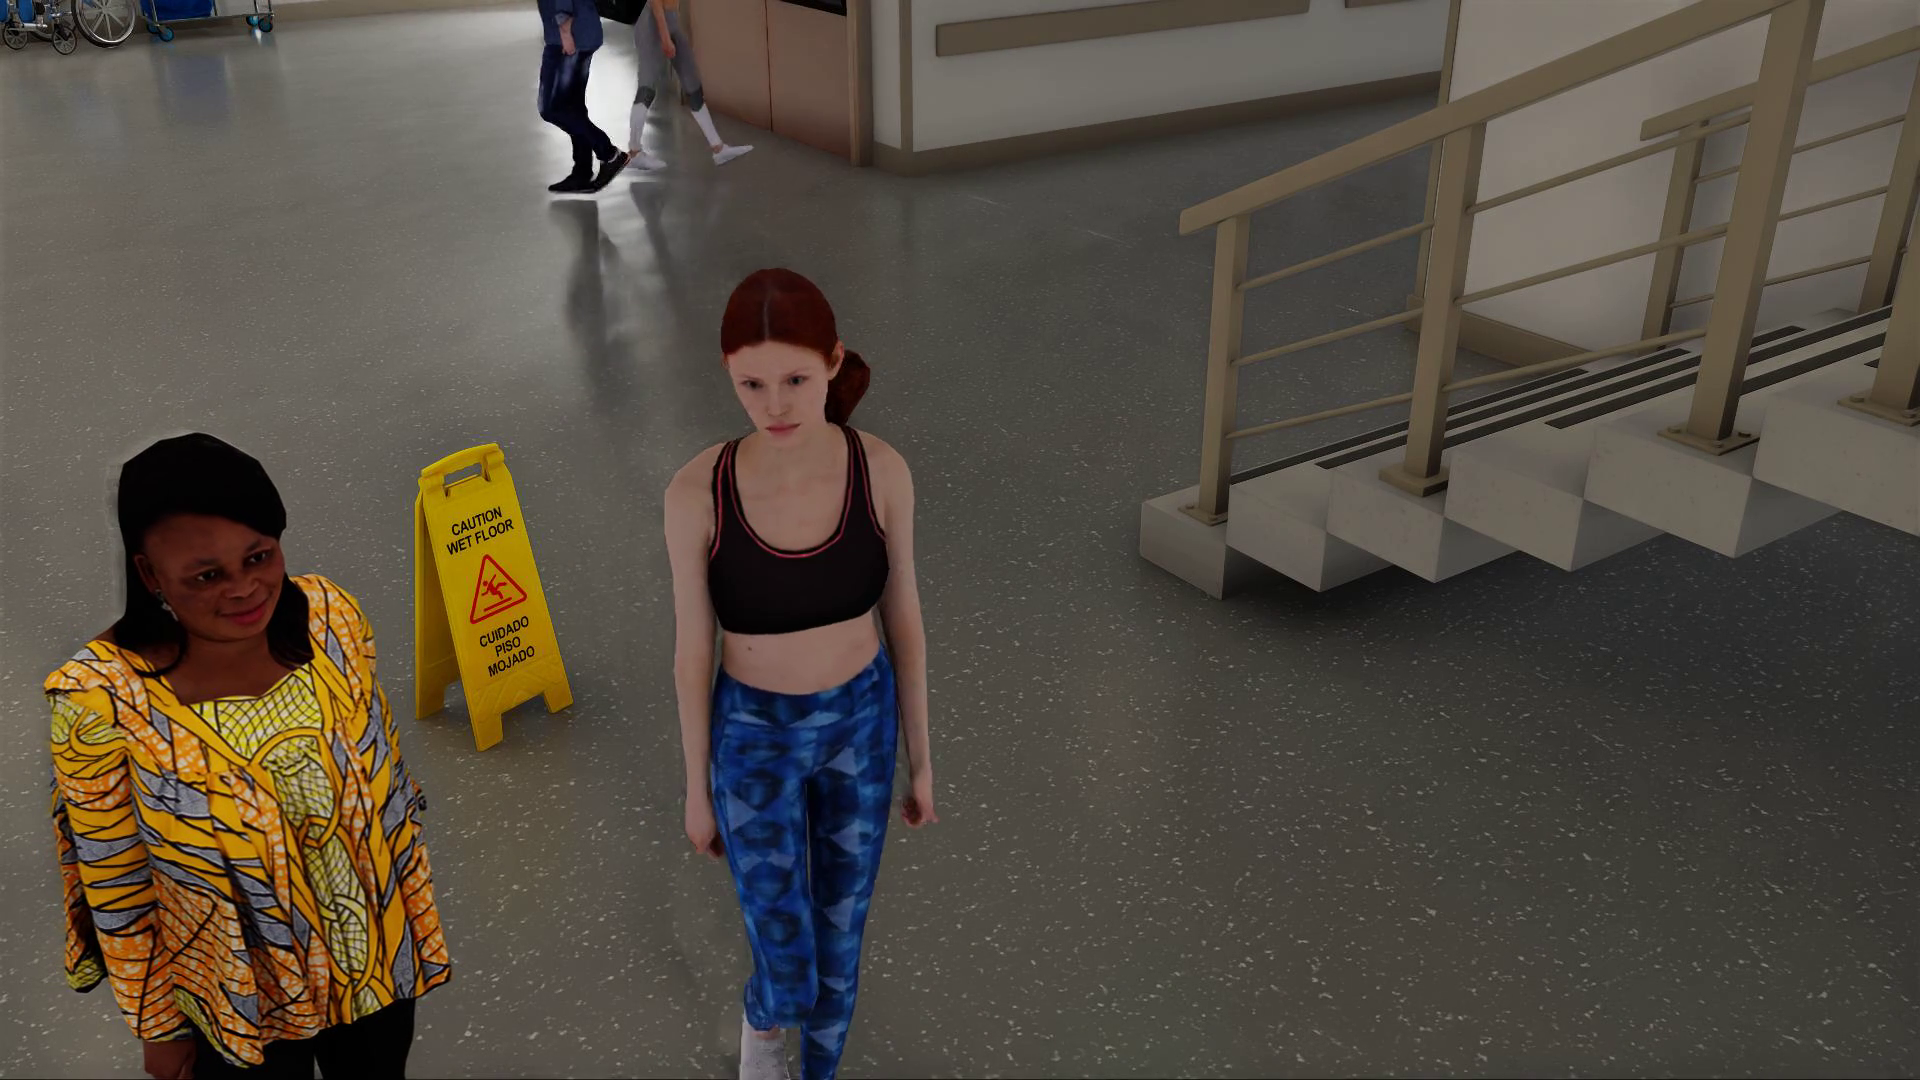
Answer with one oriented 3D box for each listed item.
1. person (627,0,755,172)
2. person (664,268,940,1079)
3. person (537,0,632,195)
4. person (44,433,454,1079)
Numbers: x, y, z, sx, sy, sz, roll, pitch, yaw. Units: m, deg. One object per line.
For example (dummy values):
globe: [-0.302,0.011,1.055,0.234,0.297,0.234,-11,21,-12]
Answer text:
person: [-1.902,-3.059,10.105,1.087,1.667,1.001,5,26,11]
person: [-0.288,0.369,2.872,0.637,1.775,0.730,-10,28,-20]
person: [-2.173,-2.863,9.533,0.971,1.810,0.903,0,26,-1]
person: [-1.019,0.609,2.513,0.865,1.654,0.823,17,31,31]
